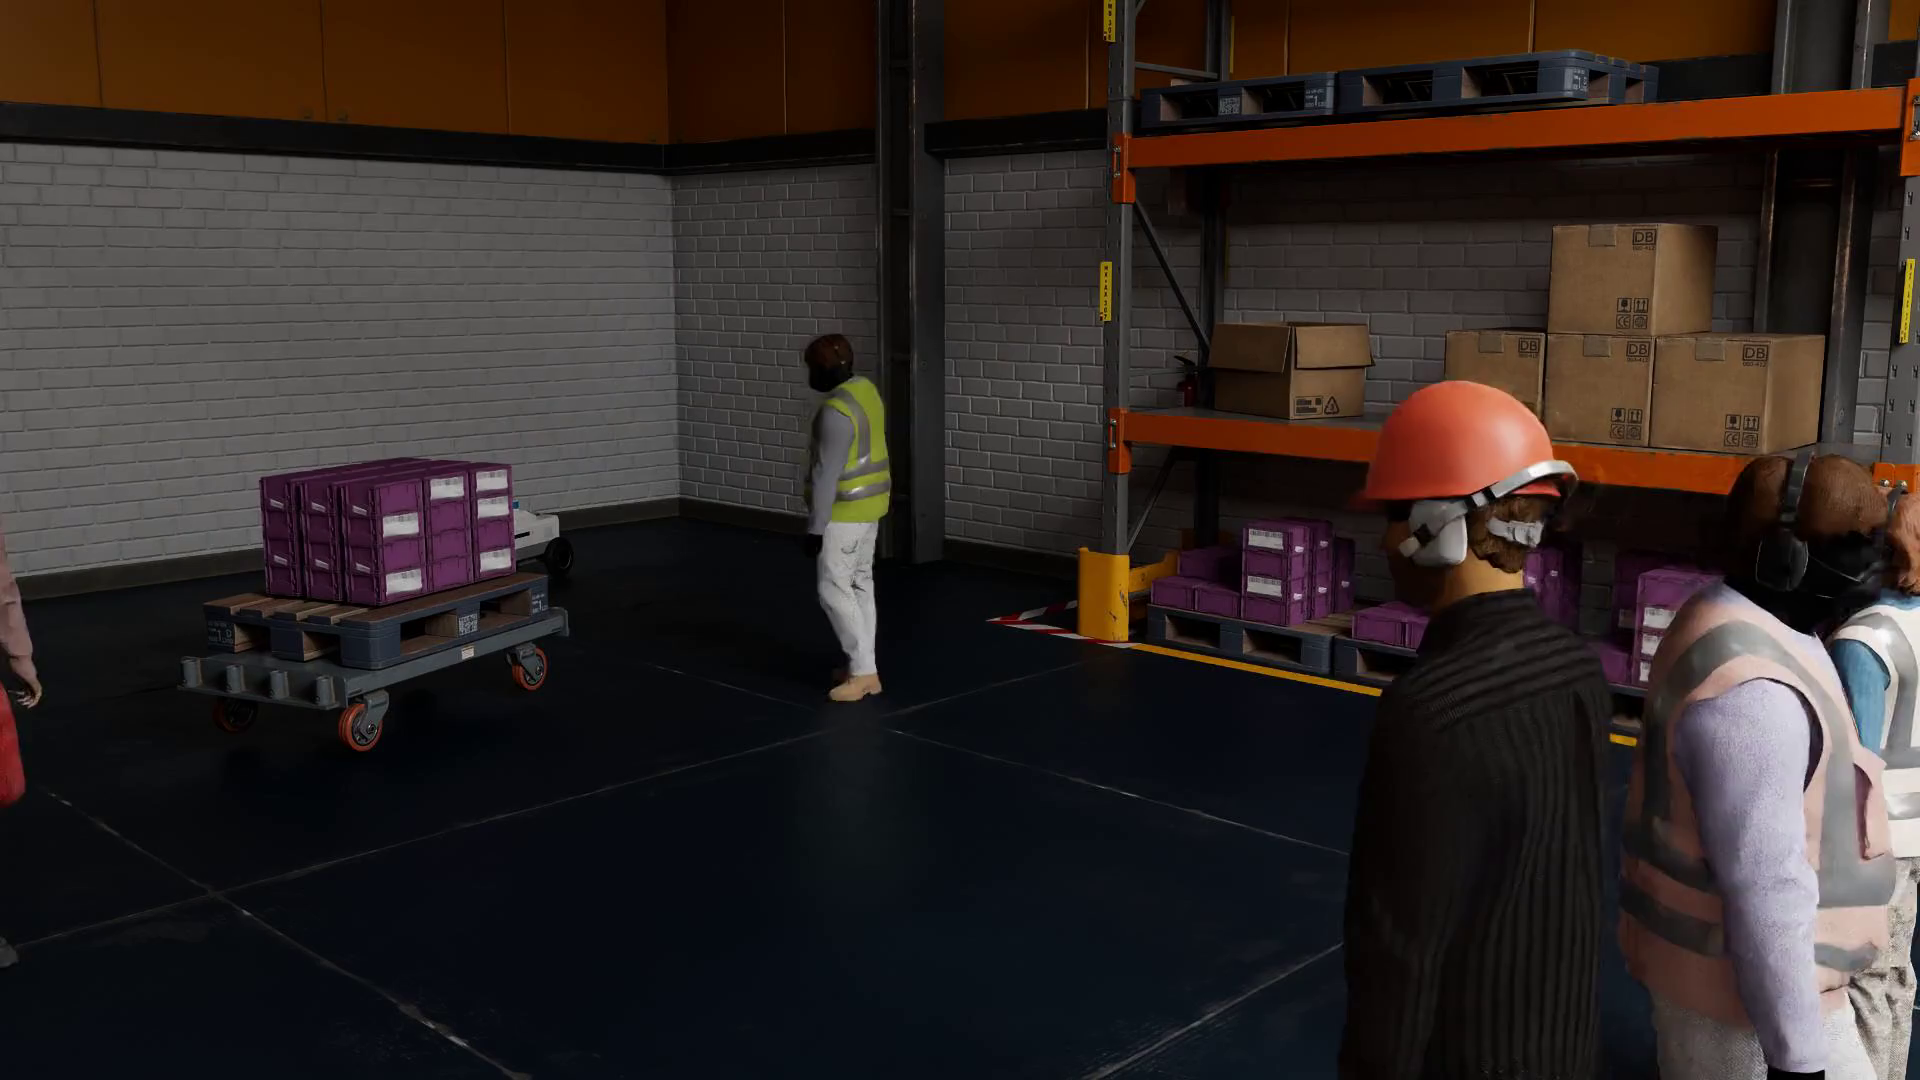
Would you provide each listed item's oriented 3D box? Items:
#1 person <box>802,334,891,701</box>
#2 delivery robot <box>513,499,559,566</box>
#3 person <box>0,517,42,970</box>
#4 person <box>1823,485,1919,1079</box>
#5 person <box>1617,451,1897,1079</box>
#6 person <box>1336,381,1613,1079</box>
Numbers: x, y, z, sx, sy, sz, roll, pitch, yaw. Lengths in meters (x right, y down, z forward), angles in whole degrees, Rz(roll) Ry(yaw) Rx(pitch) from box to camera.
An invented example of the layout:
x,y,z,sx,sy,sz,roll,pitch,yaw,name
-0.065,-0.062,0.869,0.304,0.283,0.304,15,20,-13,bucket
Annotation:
x,y,z,sx,sy,sz,roll,pitch,yaw,name
-0.567,-0.116,8.277,0.433,1.816,0.690,2,10,14,person
-3.032,-0.030,11.256,0.477,0.478,0.707,3,10,21,delivery robot
-3.128,0.444,5.038,0.581,1.722,0.585,5,11,28,person
2.070,0.687,3.815,0.309,1.645,0.514,8,12,41,person
1.449,0.754,2.866,0.605,1.816,0.652,4,10,25,person
0.777,0.767,2.337,0.656,1.967,0.619,7,11,36,person
